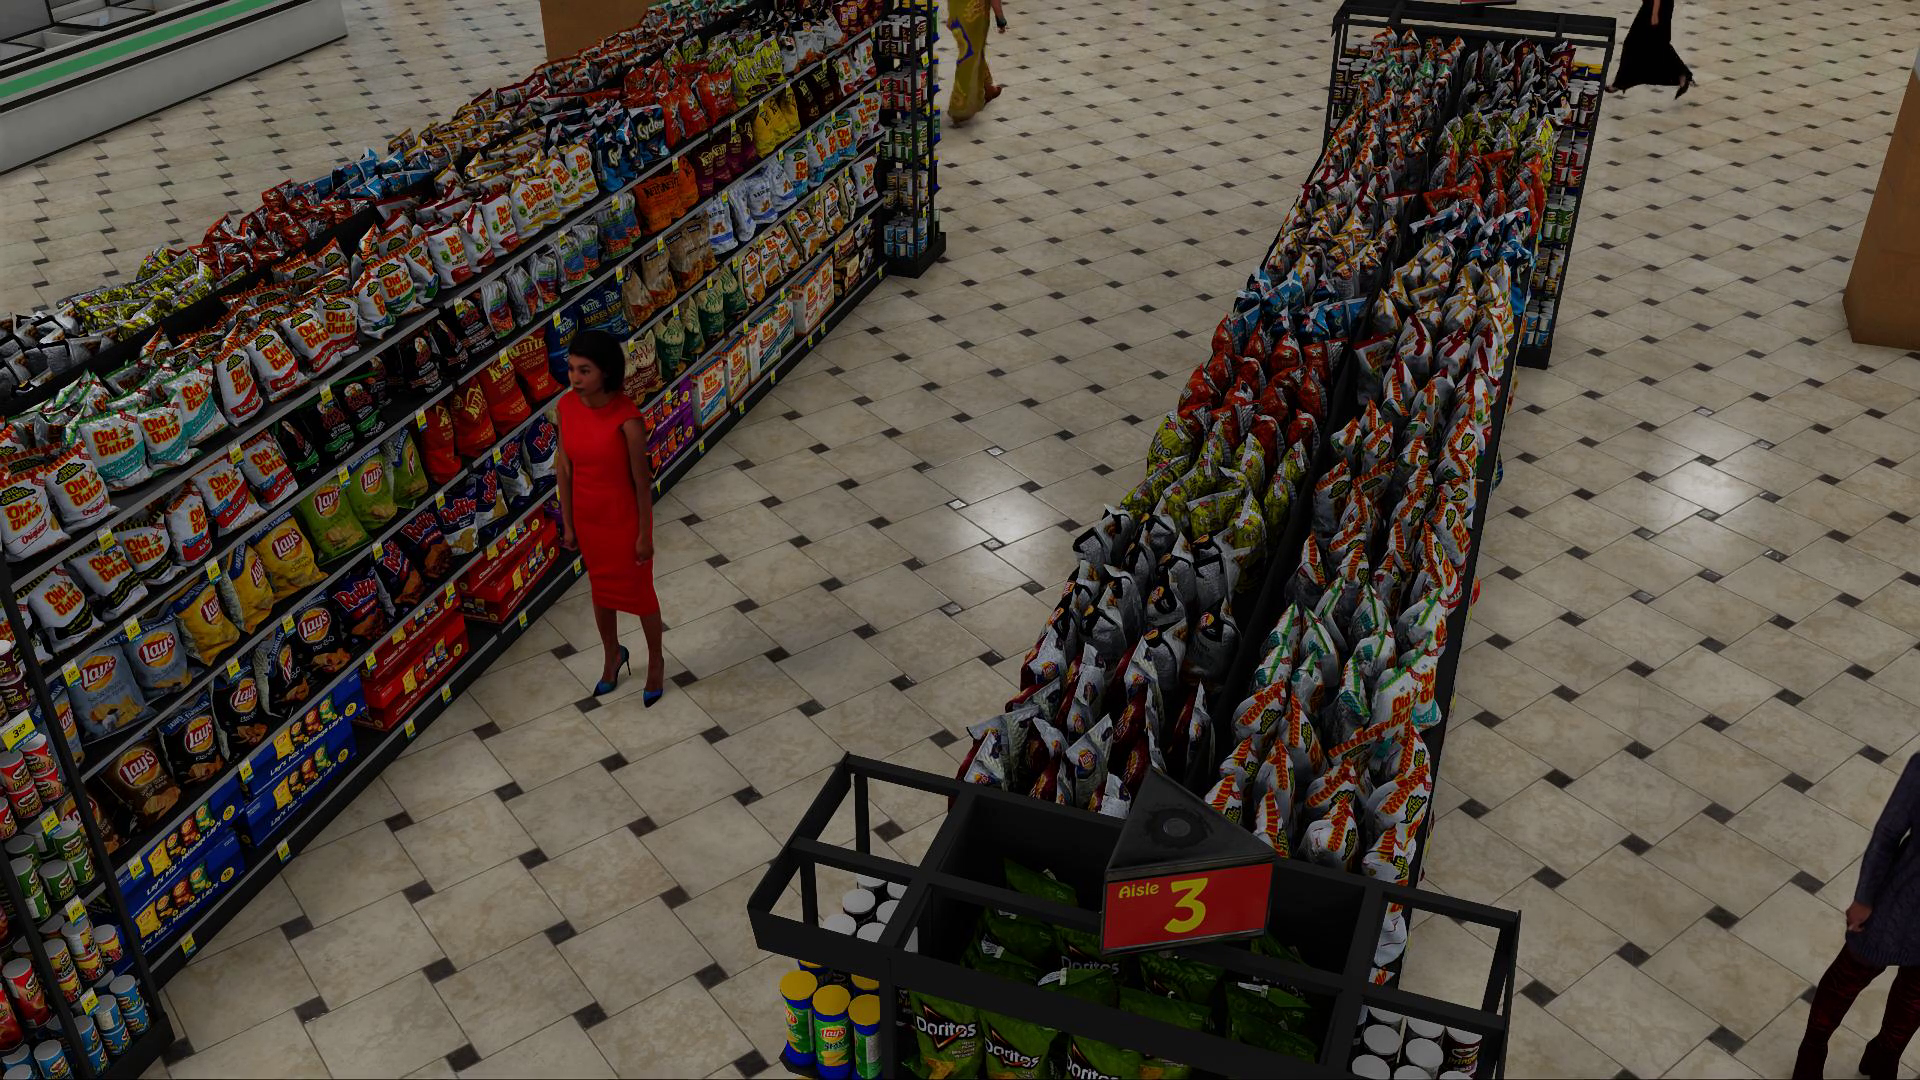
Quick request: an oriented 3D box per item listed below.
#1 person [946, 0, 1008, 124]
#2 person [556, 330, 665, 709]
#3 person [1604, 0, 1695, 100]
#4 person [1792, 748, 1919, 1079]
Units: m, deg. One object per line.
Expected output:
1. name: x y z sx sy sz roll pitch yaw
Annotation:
1. person: 0.039 -4.306 13.910 1.038 1.627 1.215 26 40 35
2. person: -1.458 -0.075 6.999 0.558 1.744 0.478 11 33 17
3. person: 6.110 -4.579 14.401 0.837 1.573 0.995 23 38 32
4. person: 2.968 1.112 5.124 0.608 1.711 0.555 6 32 10
